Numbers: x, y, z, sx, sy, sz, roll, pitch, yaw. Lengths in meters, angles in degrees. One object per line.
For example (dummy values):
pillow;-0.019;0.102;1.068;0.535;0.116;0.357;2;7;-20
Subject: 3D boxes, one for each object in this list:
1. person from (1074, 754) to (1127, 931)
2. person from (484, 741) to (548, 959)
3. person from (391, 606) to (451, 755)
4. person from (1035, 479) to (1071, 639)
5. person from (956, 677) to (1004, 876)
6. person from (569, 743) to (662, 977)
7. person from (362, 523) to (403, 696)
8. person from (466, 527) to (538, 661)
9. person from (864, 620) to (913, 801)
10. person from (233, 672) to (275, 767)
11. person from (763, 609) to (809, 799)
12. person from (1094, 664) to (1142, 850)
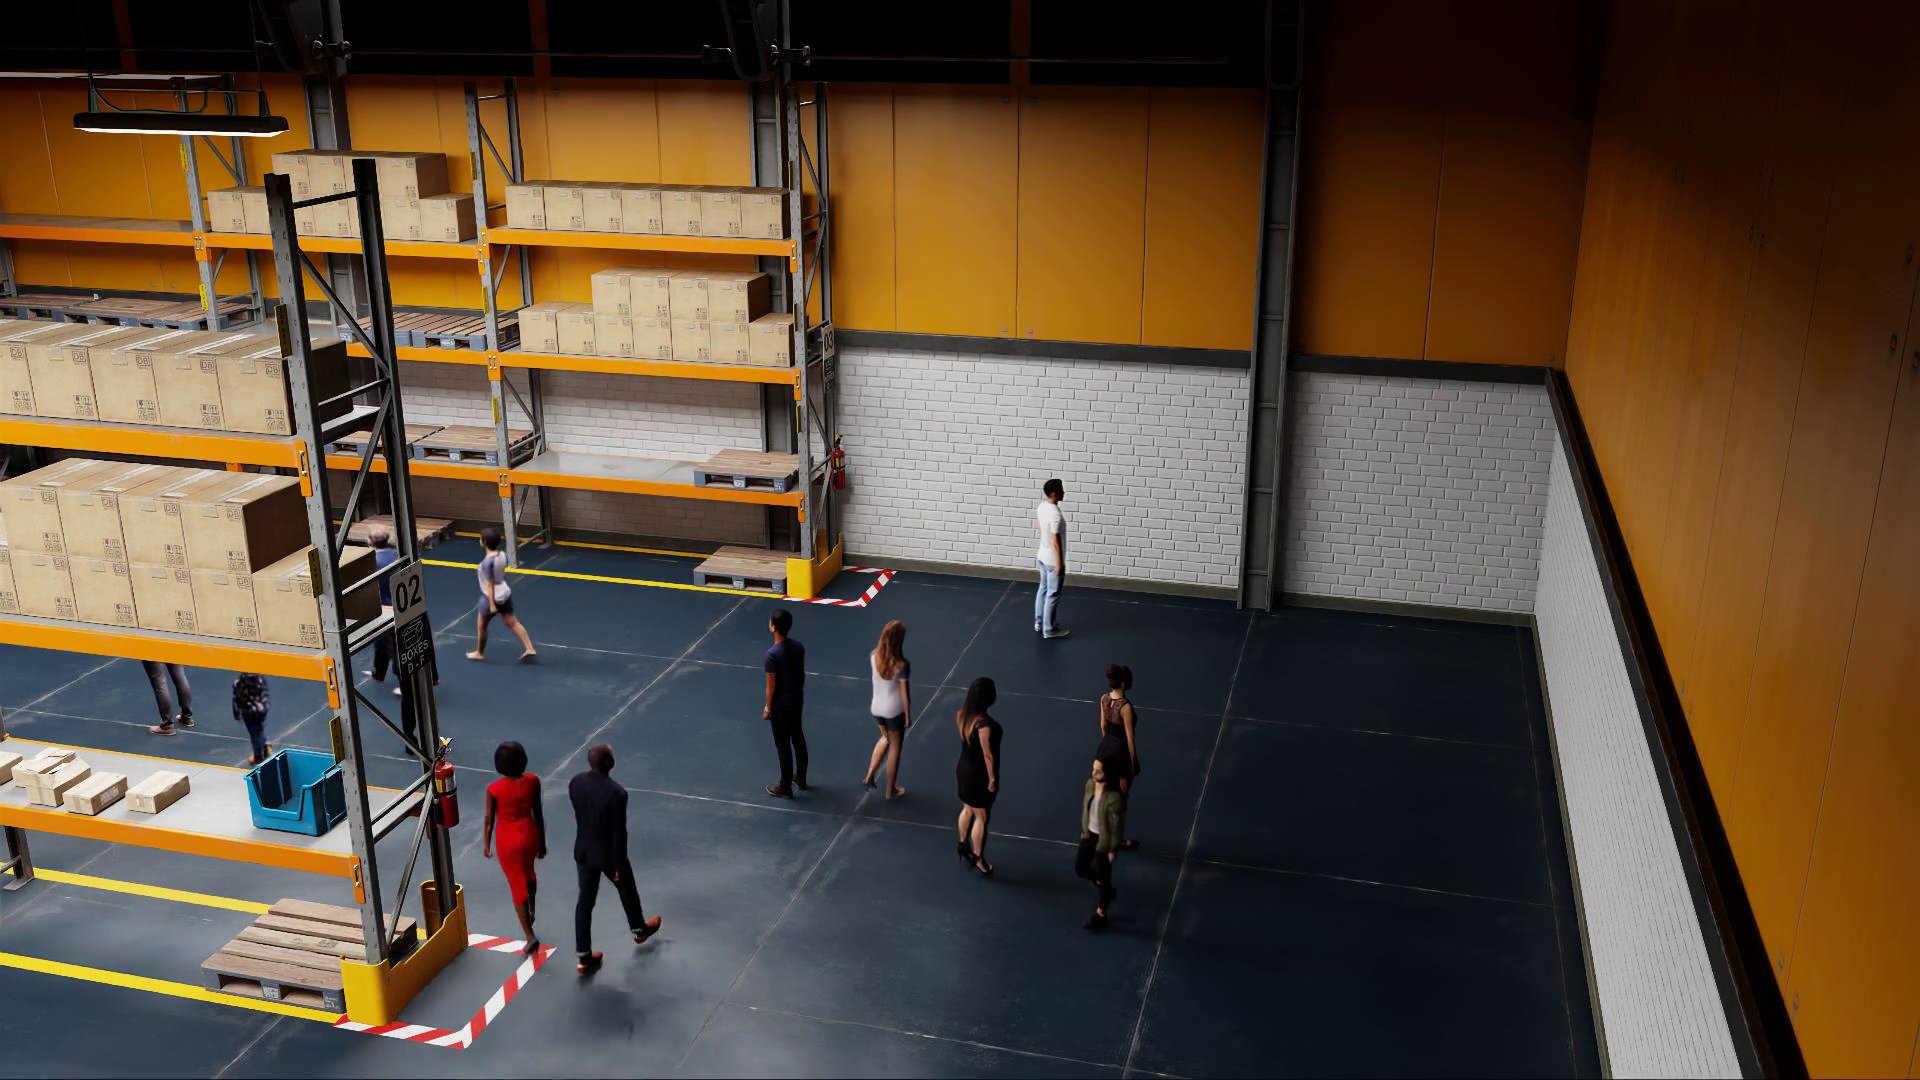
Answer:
person;1.153;2.337;13.047;0.801;1.473;0.737;-12;22;-32
person;-3.307;2.366;12.565;0.811;1.727;0.895;-14;23;-36
person;-5.212;1.216;15.863;0.634;1.802;0.806;11;21;29
person;1.029;0.197;18.793;0.760;1.862;0.755;-6;19;-17
person;0.143;1.951;13.817;0.805;1.713;0.752;-9;21;-26
person;-2.736;2.403;12.370;1.040;1.780;0.874;9;20;24
person;-5.855;0.748;17.185;0.988;1.844;0.673;5;19;15
person;-4.964;0.625;18.048;1.024;1.527;0.575;4;19;13
person;-0.697;1.561;14.975;0.744;1.714;0.810;15;24;38
person;-6.626;1.575;15.665;0.579;1.247;0.562;12;22;31
person;-1.577;1.471;15.117;0.667;1.793;0.713;14;23;35
person;1.343;1.833;14.227;0.739;1.675;0.673;-12;22;-31
